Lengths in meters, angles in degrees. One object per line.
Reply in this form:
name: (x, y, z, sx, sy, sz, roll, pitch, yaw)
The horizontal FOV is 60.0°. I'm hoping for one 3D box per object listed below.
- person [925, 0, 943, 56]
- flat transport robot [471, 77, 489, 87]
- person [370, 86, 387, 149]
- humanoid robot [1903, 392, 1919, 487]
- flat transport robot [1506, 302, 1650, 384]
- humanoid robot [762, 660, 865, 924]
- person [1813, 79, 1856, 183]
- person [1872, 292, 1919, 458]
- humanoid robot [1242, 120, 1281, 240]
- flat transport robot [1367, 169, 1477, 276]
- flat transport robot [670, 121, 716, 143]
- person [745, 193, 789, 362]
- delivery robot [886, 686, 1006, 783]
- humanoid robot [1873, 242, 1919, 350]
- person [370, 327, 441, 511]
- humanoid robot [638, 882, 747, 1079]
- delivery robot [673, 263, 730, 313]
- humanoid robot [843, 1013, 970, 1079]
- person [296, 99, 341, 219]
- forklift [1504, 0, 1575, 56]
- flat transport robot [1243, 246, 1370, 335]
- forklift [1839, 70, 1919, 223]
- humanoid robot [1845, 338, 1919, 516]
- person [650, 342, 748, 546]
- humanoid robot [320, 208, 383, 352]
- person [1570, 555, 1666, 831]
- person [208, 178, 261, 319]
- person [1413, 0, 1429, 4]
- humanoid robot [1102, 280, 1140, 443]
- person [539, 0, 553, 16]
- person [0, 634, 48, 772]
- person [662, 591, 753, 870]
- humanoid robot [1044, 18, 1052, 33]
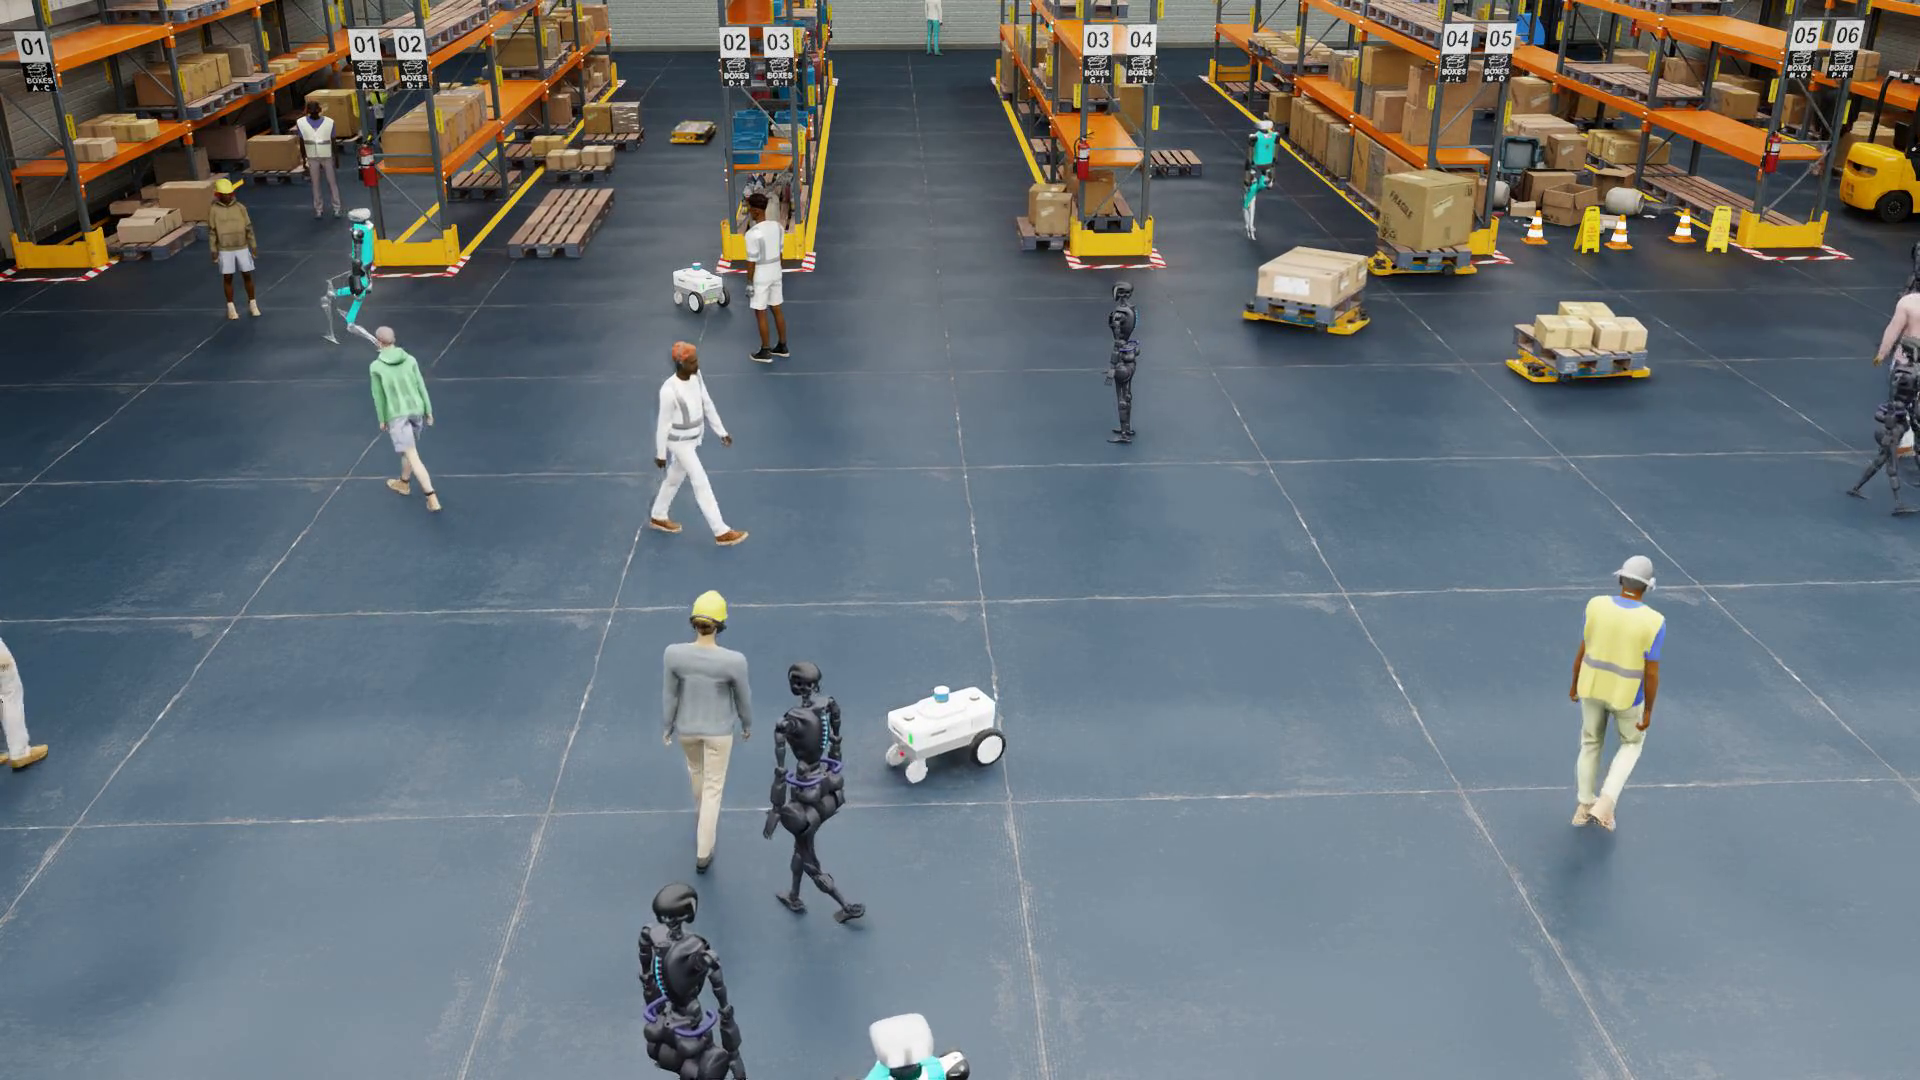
person: (-0.655, -13.296, 42.506, 0.533, 1.767, 0.319, 19, 30, 36)
flat transport robot: (-10.504, -10.526, 38.123, 0.659, 0.231, 1.431, 9, 26, 19)
person: (-10.852, -8.179, 31.092, 0.320, 1.697, 0.532, -7, 25, -15)
humanoid robot: (9.153, -1.302, 15.684, 0.601, 1.640, 0.480, -7, 25, -16)
flat transport robot: (7.053, -2.015, 19.000, 1.431, 0.231, 0.659, -4, 24, -9)
humanoid robot: (-0.844, 1.472, 9.510, 0.619, 1.642, 0.615, 17, 29, 33)
person: (14.927, -7.103, 28.539, 0.561, 1.805, 0.776, 3, 24, 6)
person: (9.488, -1.772, 16.462, 0.657, 1.900, 0.883, 1, 24, 2)
humanoid robot: (4.385, -5.380, 24.778, 0.544, 1.778, 0.882, -9, 26, -20)
flat transport robot: (6.395, -3.863, 23.152, 1.431, 0.231, 0.659, -1, 24, -3)
flat transport robot: (-5.164, -7.887, 32.194, 0.659, 0.231, 1.431, 1, 24, 1)
person: (-2.263, -3.036, 19.226, 0.367, 1.958, 0.605, 16, 29, 32)
delivery robot: (-0.104, 1.279, 11.270, 0.818, 0.614, 0.499, -14, 28, -29)
humanoid robot: (11.059, -2.935, 19.363, 0.573, 1.643, 0.614, 22, 32, 40)
person: (-5.076, -1.117, 15.257, 0.941, 1.674, 0.470, 22, 32, 40)
humanoid robot: (-1.238, 2.284, 7.669, 0.589, 1.620, 0.797, 15, 28, 30)
delivery robot: (-3.362, -3.262, 21.455, 0.499, 0.599, 0.774, -21, 31, -39)
humanoid robot: (-0.323, 2.578, 6.888, 0.530, 1.803, 0.801, -10, 26, -21)
person: (-9.953, -5.941, 25.896, 0.559, 1.839, 0.388, -6, 25, -14)
forklift: (14.700, -13.805, 42.301, 1.873, 2.768, 1.129, -1, 24, -2)
flat transport robot: (4.343, -2.833, 20.838, 1.431, 0.231, 0.659, 15, 28, 30)
forklift: (15.132, -6.143, 25.915, 2.313, 2.155, 1.214, -1, 24, -2)
humanoid robot: (8.611, -1.059, 15.172, 0.605, 1.629, 0.742, -19, 30, -36)
person: (-2.365, -0.848, 14.469, 1.017, 1.828, 0.578, 6, 25, 14)
humanoid robot: (-7.242, -3.000, 19.513, 1.066, 1.771, 0.530, -1, 24, -3)
person: (4.049, 0.962, 10.336, 0.527, 1.882, 0.456, 17, 29, 33)
person: (-9.129, -3.670, 20.892, 0.550, 1.757, 0.410, -13, 27, -27)
person: (11.632, -13.071, 41.996, 0.827, 1.775, 0.405, 6, 25, 14)
humanoid robot: (1.633, -1.810, 16.790, 0.315, 1.657, 0.599, 8, 25, 17)
person: (-10.267, -12.635, 40.949, 0.505, 1.824, 0.566, 22, 32, 40)
person: (-6.545, 0.684, 10.984, 0.607, 1.862, 0.480, 6, 25, 13)
person: (-1.520, 1.102, 10.198, 0.534, 1.716, 0.862, 4, 24, 8)
humanoid robot: (2.328, -12.978, 41.664, 0.735, 1.677, 0.533, 5, 24, 10)
